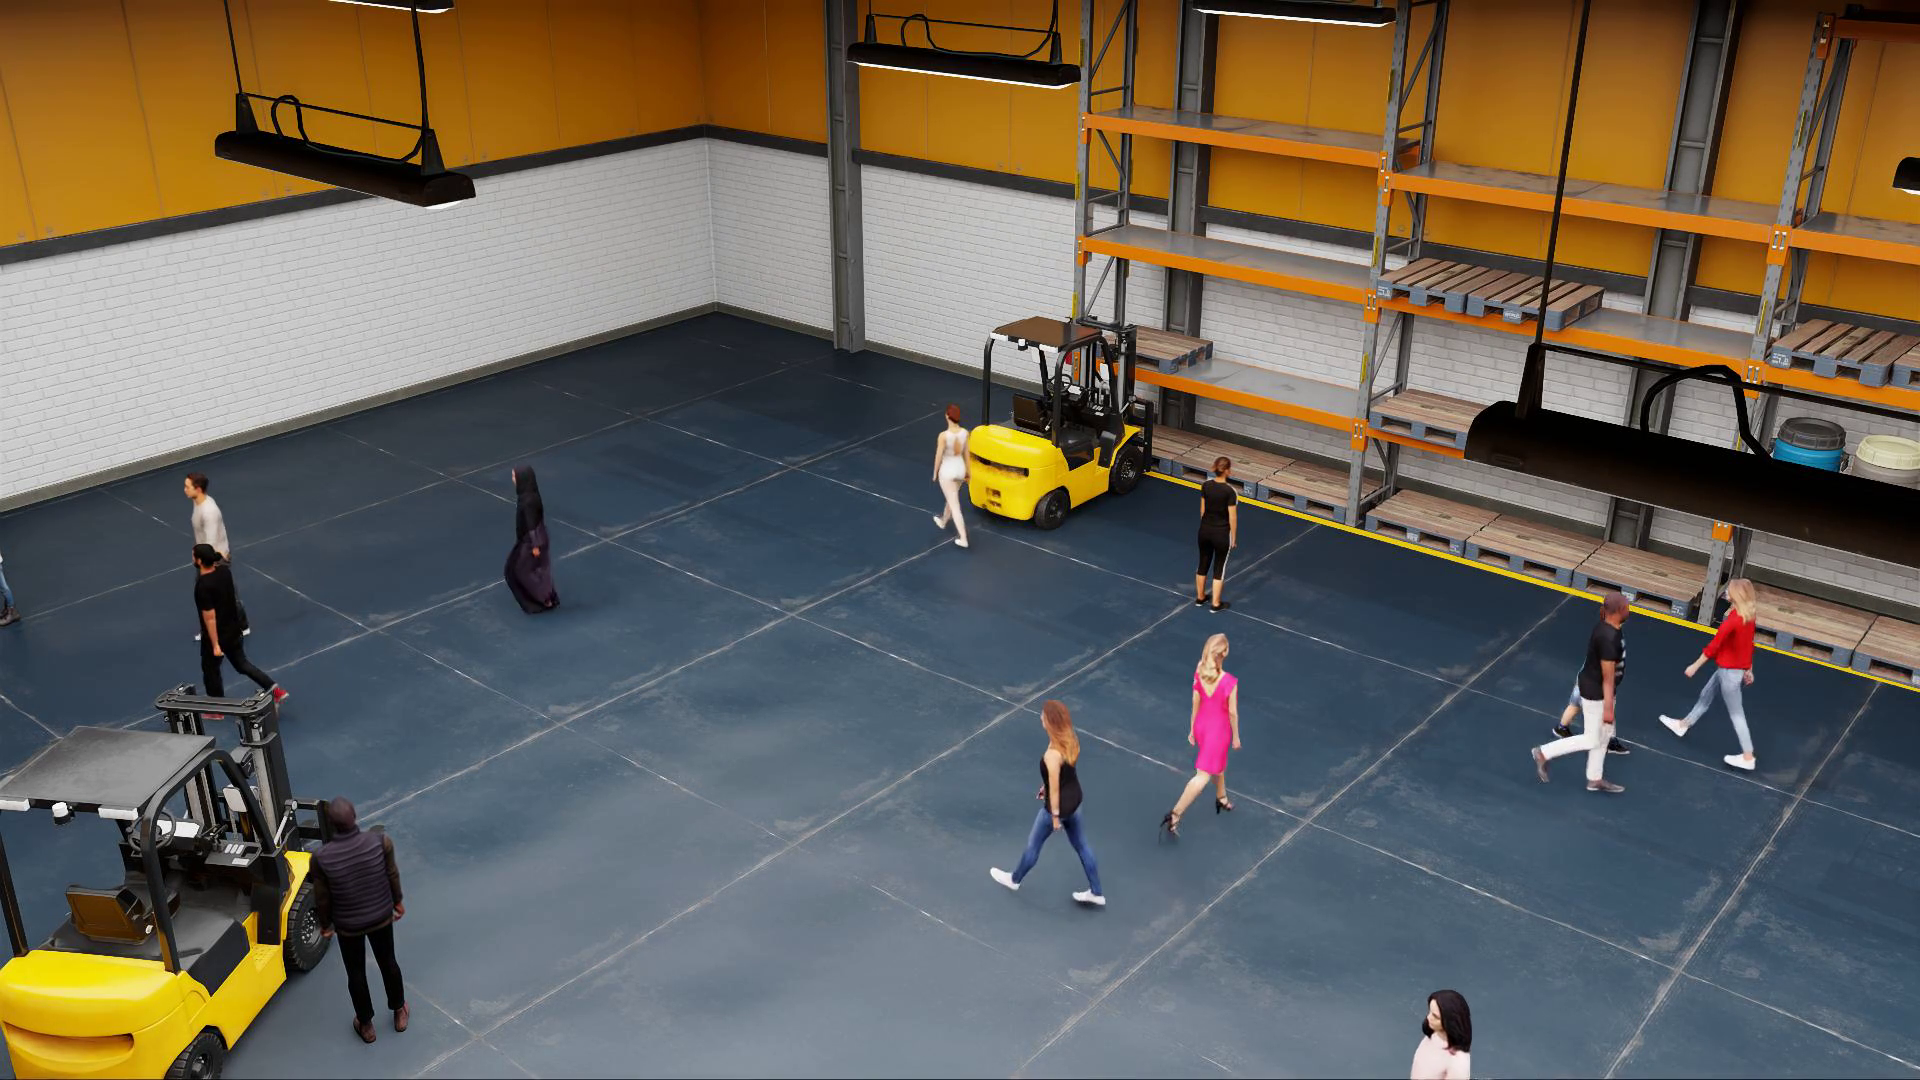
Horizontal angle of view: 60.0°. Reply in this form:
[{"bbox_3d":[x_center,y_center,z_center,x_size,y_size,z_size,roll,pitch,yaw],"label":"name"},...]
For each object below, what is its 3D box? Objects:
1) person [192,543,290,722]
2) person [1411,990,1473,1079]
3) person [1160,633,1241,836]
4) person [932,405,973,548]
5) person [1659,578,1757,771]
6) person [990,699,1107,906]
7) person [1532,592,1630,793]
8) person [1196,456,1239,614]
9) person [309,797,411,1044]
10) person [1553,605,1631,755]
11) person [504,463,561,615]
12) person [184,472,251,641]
[{"bbox_3d":[-6.525,0.848,14.887,1.205,1.731,1.038,3,24,6],"label":"person"},{"bbox_3d":[2.769,3.269,9.343,1.172,1.736,1.108,-2,24,-5],"label":"person"},{"bbox_3d":[1.946,1.591,13.251,0.839,1.679,1.065,-14,27,-30],"label":"person"},{"bbox_3d":[-0.042,-0.679,18.552,0.780,1.593,1.103,-15,28,-30],"label":"person"},{"bbox_3d":[6.660,1.191,14.207,1.151,1.646,0.706,22,32,40],"label":"person"},{"bbox_3d":[0.832,2.000,12.335,1.148,1.664,0.708,12,26,25],"label":"person"},{"bbox_3d":[5.220,1.282,13.843,1.100,1.772,0.887,10,25,21],"label":"person"},{"bbox_3d":[2.618,-0.069,17.062,0.461,1.669,0.642,20,31,38],"label":"person"},{"bbox_3d":[-3.951,2.492,10.992,0.770,1.837,0.718,-12,26,-26],"label":"person"},{"bbox_3d":[5.498,1.166,14.545,0.738,1.422,0.997,-16,28,-32],"label":"person"},{"bbox_3d":[-4.301,-0.020,17.024,0.880,1.609,0.831,-6,24,-14],"label":"person"},{"bbox_3d":[-7.265,0.145,16.408,0.826,1.801,0.747,-17,29,-34],"label":"person"}]
